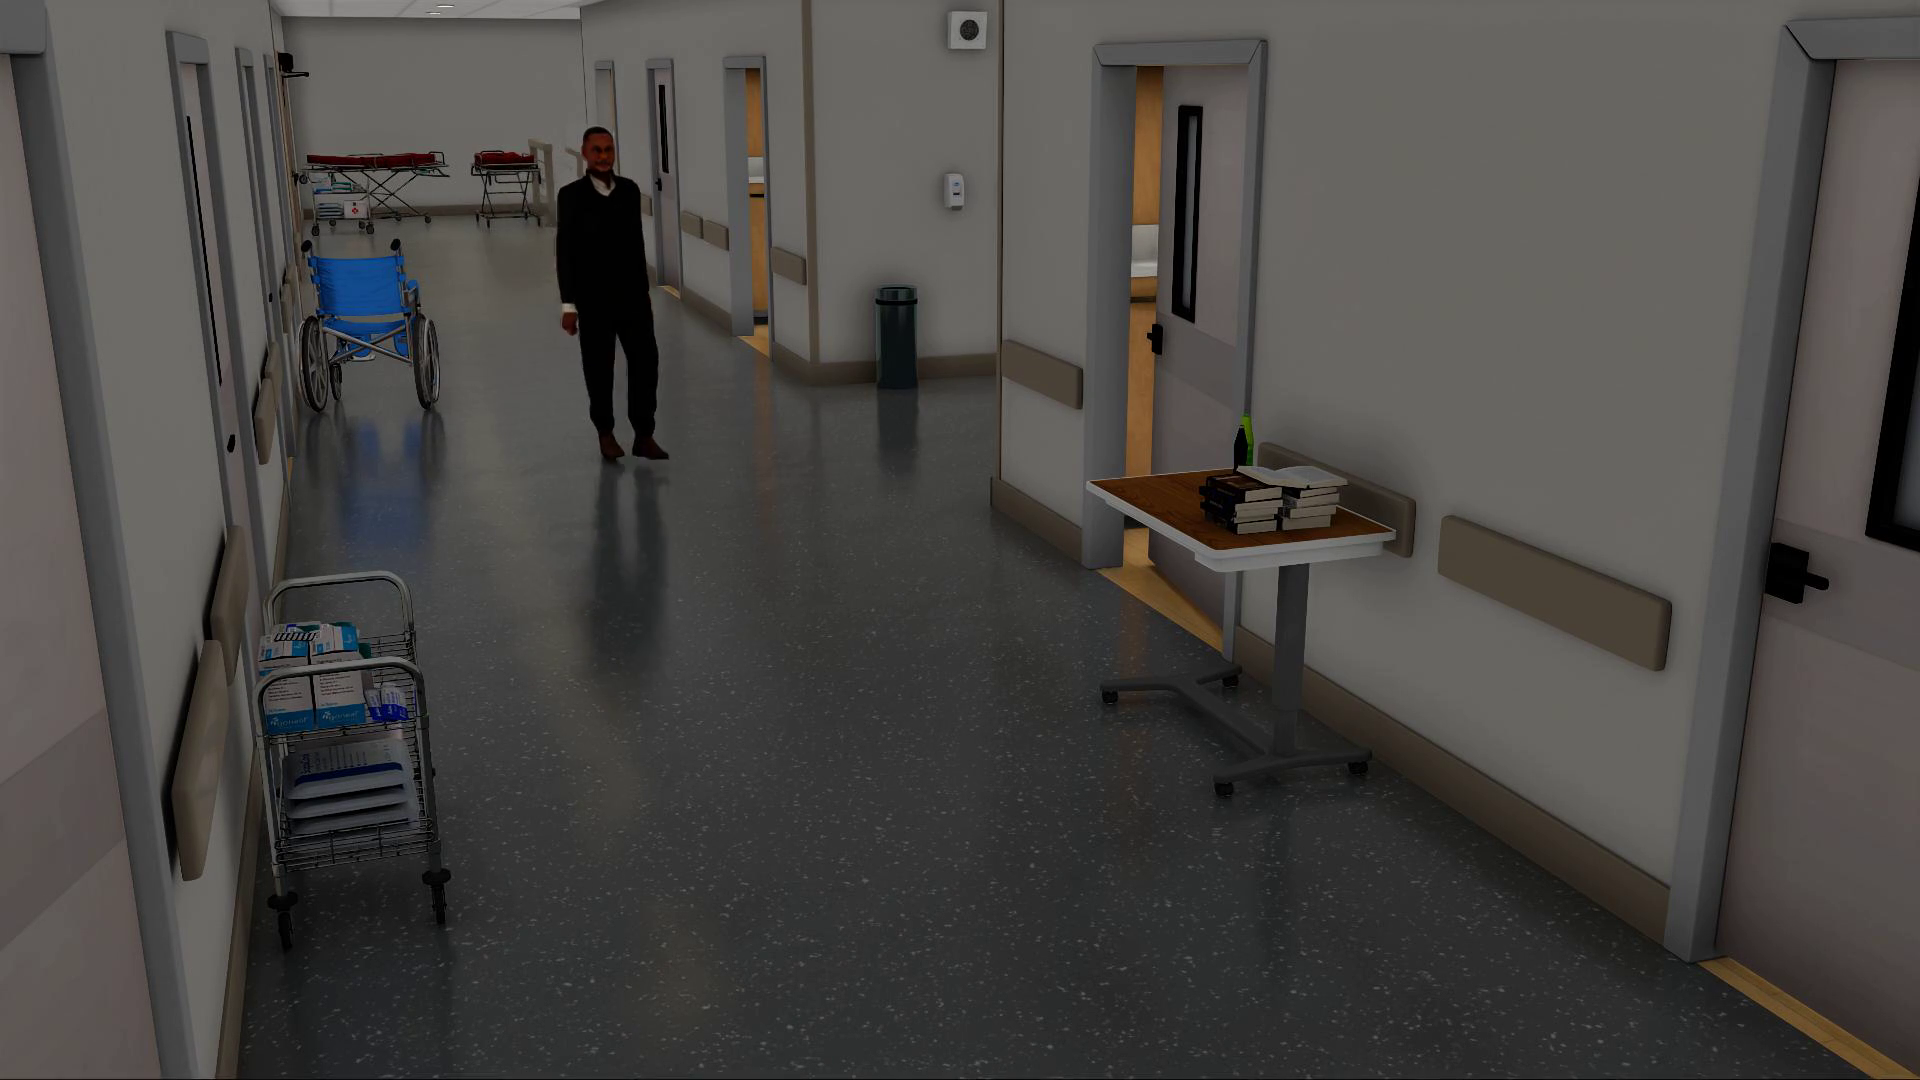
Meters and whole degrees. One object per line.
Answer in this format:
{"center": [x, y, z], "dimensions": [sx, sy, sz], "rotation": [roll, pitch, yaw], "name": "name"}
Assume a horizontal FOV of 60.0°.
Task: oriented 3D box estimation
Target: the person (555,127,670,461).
{"center": [-2.051, -1.395, 9.567], "dimensions": [0.843, 1.883, 0.942], "rotation": [-9, 18, -29], "name": "person"}
